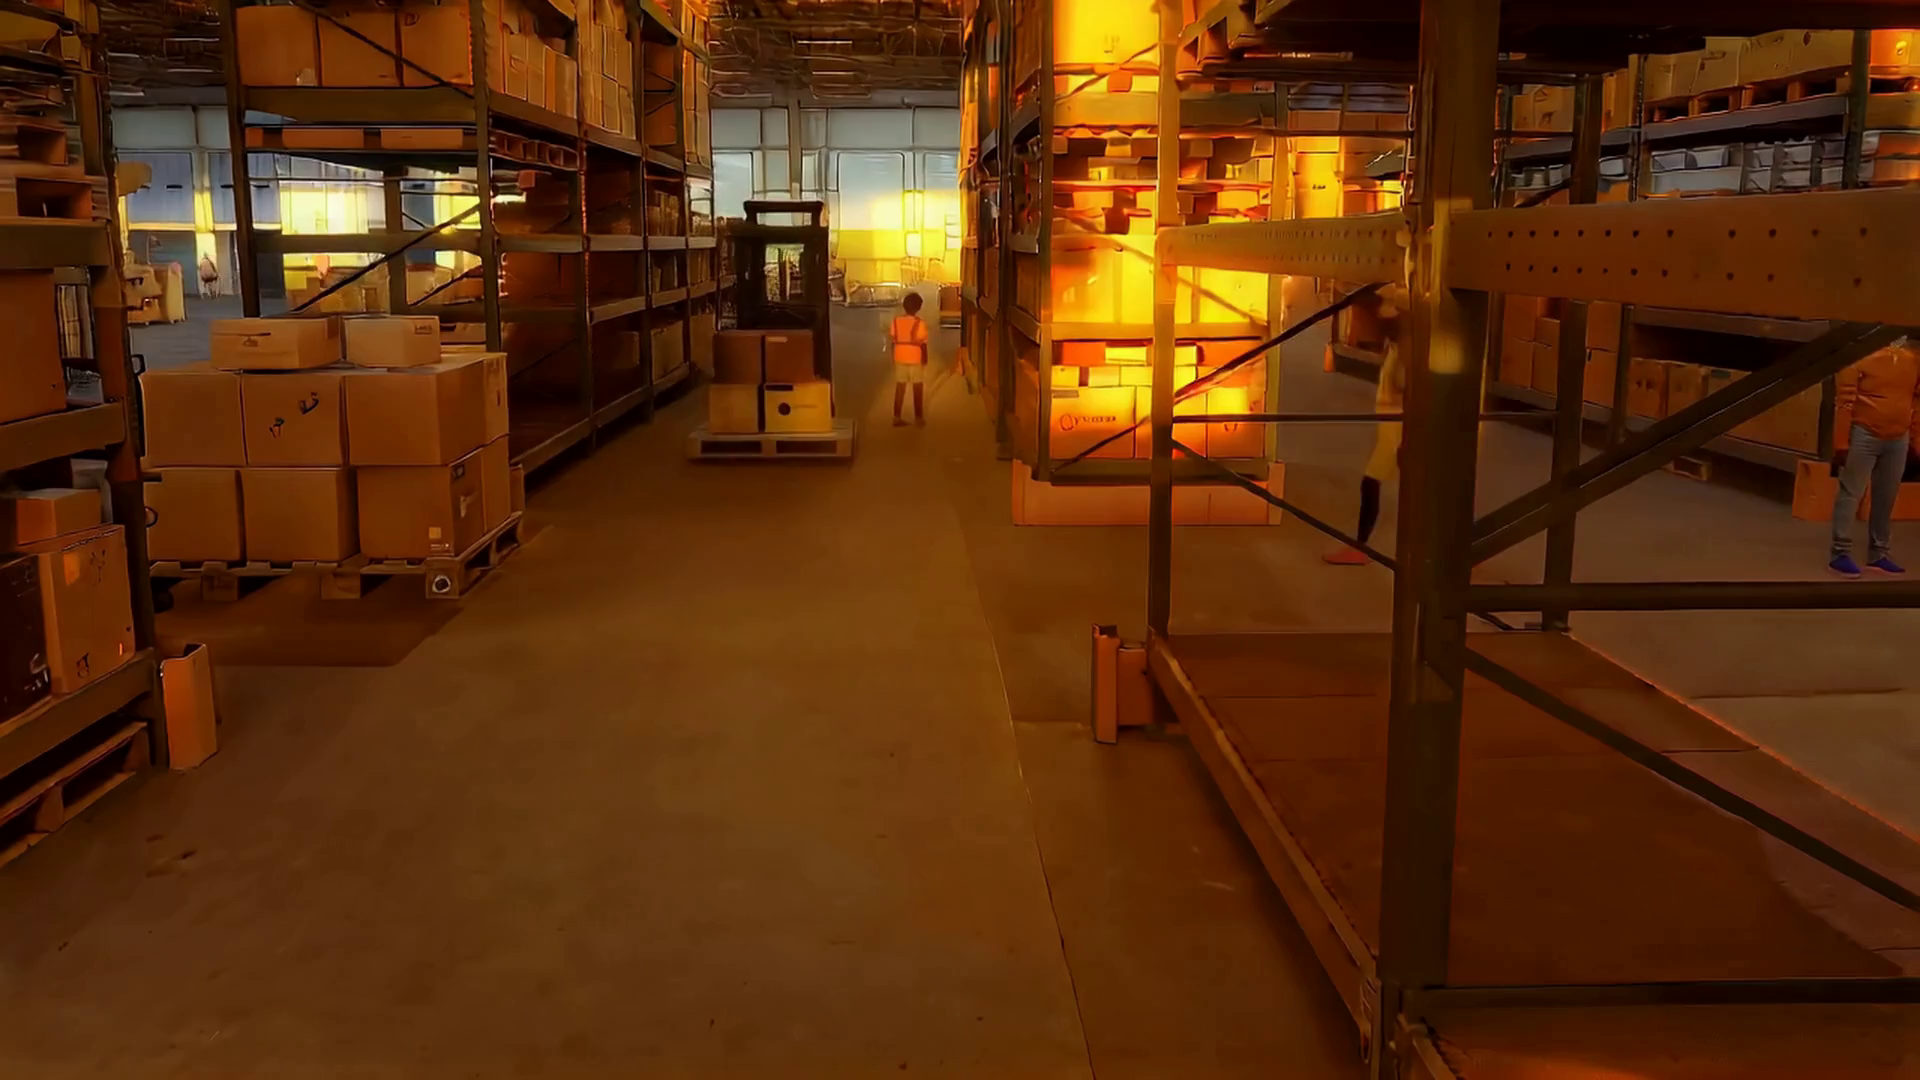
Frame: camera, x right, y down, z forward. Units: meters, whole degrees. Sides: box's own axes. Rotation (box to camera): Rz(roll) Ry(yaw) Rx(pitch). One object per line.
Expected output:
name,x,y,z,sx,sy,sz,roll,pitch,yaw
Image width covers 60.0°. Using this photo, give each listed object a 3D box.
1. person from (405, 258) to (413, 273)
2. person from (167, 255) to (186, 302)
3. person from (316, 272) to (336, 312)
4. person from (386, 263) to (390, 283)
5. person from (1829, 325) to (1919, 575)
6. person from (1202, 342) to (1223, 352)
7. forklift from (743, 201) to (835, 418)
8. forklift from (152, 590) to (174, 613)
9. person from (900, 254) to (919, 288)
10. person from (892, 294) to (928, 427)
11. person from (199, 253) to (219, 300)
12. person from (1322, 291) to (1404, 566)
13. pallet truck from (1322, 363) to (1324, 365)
person,-15.220,-6.775,45.584,0.785,1.917,0.551,4,11,22
person,-30.637,-10.199,64.924,0.883,1.813,0.618,5,11,27
person,-12.753,-4.490,33.333,0.551,1.717,0.886,5,11,24
person,-22.071,-10.141,64.505,0.377,1.852,0.511,-4,11,-21
person,6.476,-0.693,11.728,0.641,1.900,0.401,-1,10,-8
person,5.337,-4.837,35.384,0.627,1.681,0.543,-2,10,-11
forklift,-2.111,-2.693,20.125,1.129,2.768,1.873,0,10,-2
forklift,-5.858,-0.811,9.639,1.873,2.768,1.129,-1,10,-3
person,-1.658,-8.499,55.116,0.629,1.932,0.377,-1,10,-3
person,-0.649,-2.267,21.074,0.559,1.687,0.328,7,13,35
person,-30.190,-10.572,66.765,0.997,1.898,0.619,3,11,16
person,3.192,-0.773,11.893,1.020,2.004,0.623,3,11,18
pallet truck,7.712,-4.157,30.737,1.885,1.965,0.823,3,11,16
